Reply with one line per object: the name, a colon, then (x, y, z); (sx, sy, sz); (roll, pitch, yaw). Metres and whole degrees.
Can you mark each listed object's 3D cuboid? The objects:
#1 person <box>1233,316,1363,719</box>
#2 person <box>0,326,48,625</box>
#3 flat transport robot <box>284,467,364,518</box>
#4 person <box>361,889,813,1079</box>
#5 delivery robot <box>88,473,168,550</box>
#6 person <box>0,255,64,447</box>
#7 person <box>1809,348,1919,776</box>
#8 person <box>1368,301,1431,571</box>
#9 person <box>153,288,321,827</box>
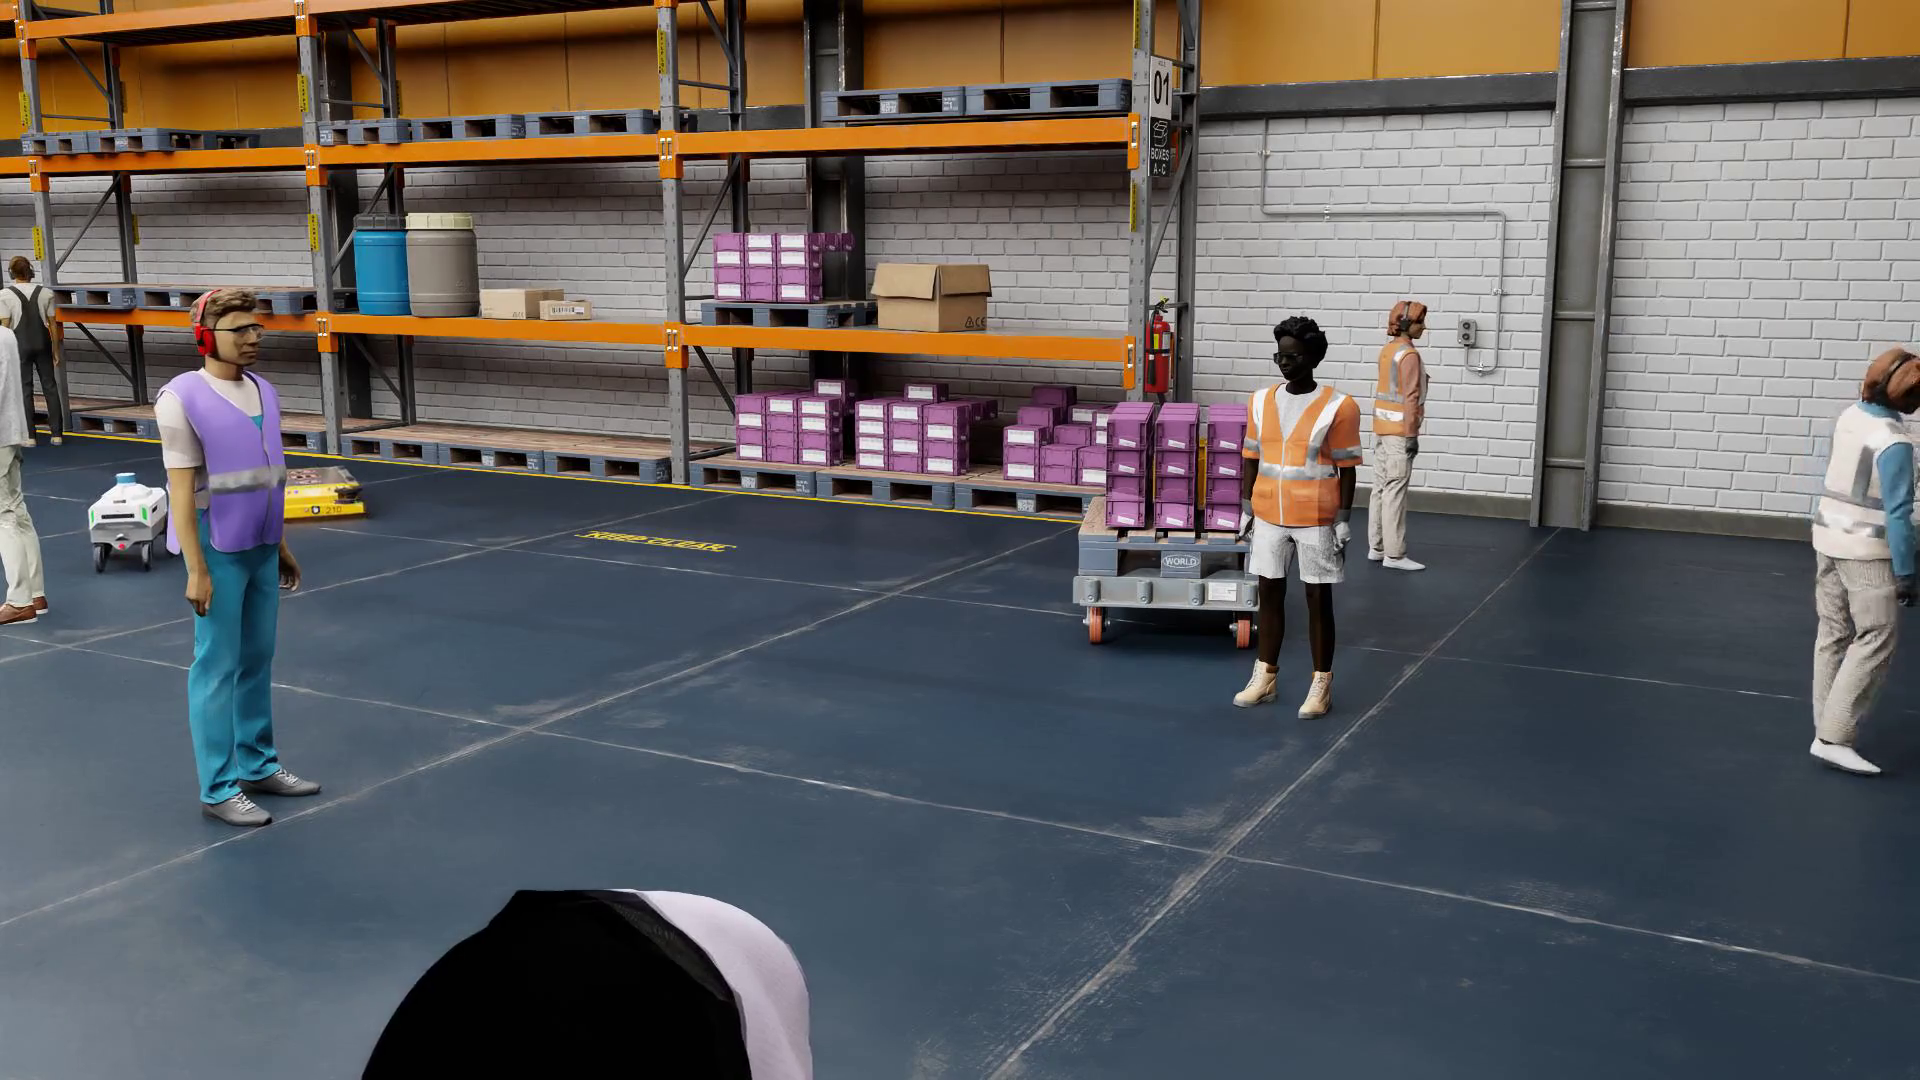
person: (1.418, -0.093, 7.025); (0.540, 1.695, 0.317); (8, 13, 38)
person: (-5.052, -0.483, 8.695); (0.310, 1.868, 0.532); (-2, 11, -12)
flat transport robot: (-4.895, -0.372, 12.465); (0.652, 0.197, 1.431); (-5, 11, -25)
person: (-0.273, 0.891, 1.024); (0.372, 1.916, 0.597); (4, 11, 23)
delivery robot: (-5.167, -0.173, 10.341); (0.477, 0.478, 0.707); (-3, 11, -16)
person: (-8.976, -1.814, 16.062); (0.506, 1.843, 0.351); (-9, 14, -41)
person: (3.434, 0.073, 6.357); (0.350, 1.615, 0.603); (0, 10, 1)
person: (2.683, -0.639, 10.188); (0.315, 1.636, 0.515); (-1, 10, -4)
person: (-2.539, 0.053, 5.810); (0.389, 1.848, 0.563); (2, 10, 10)
